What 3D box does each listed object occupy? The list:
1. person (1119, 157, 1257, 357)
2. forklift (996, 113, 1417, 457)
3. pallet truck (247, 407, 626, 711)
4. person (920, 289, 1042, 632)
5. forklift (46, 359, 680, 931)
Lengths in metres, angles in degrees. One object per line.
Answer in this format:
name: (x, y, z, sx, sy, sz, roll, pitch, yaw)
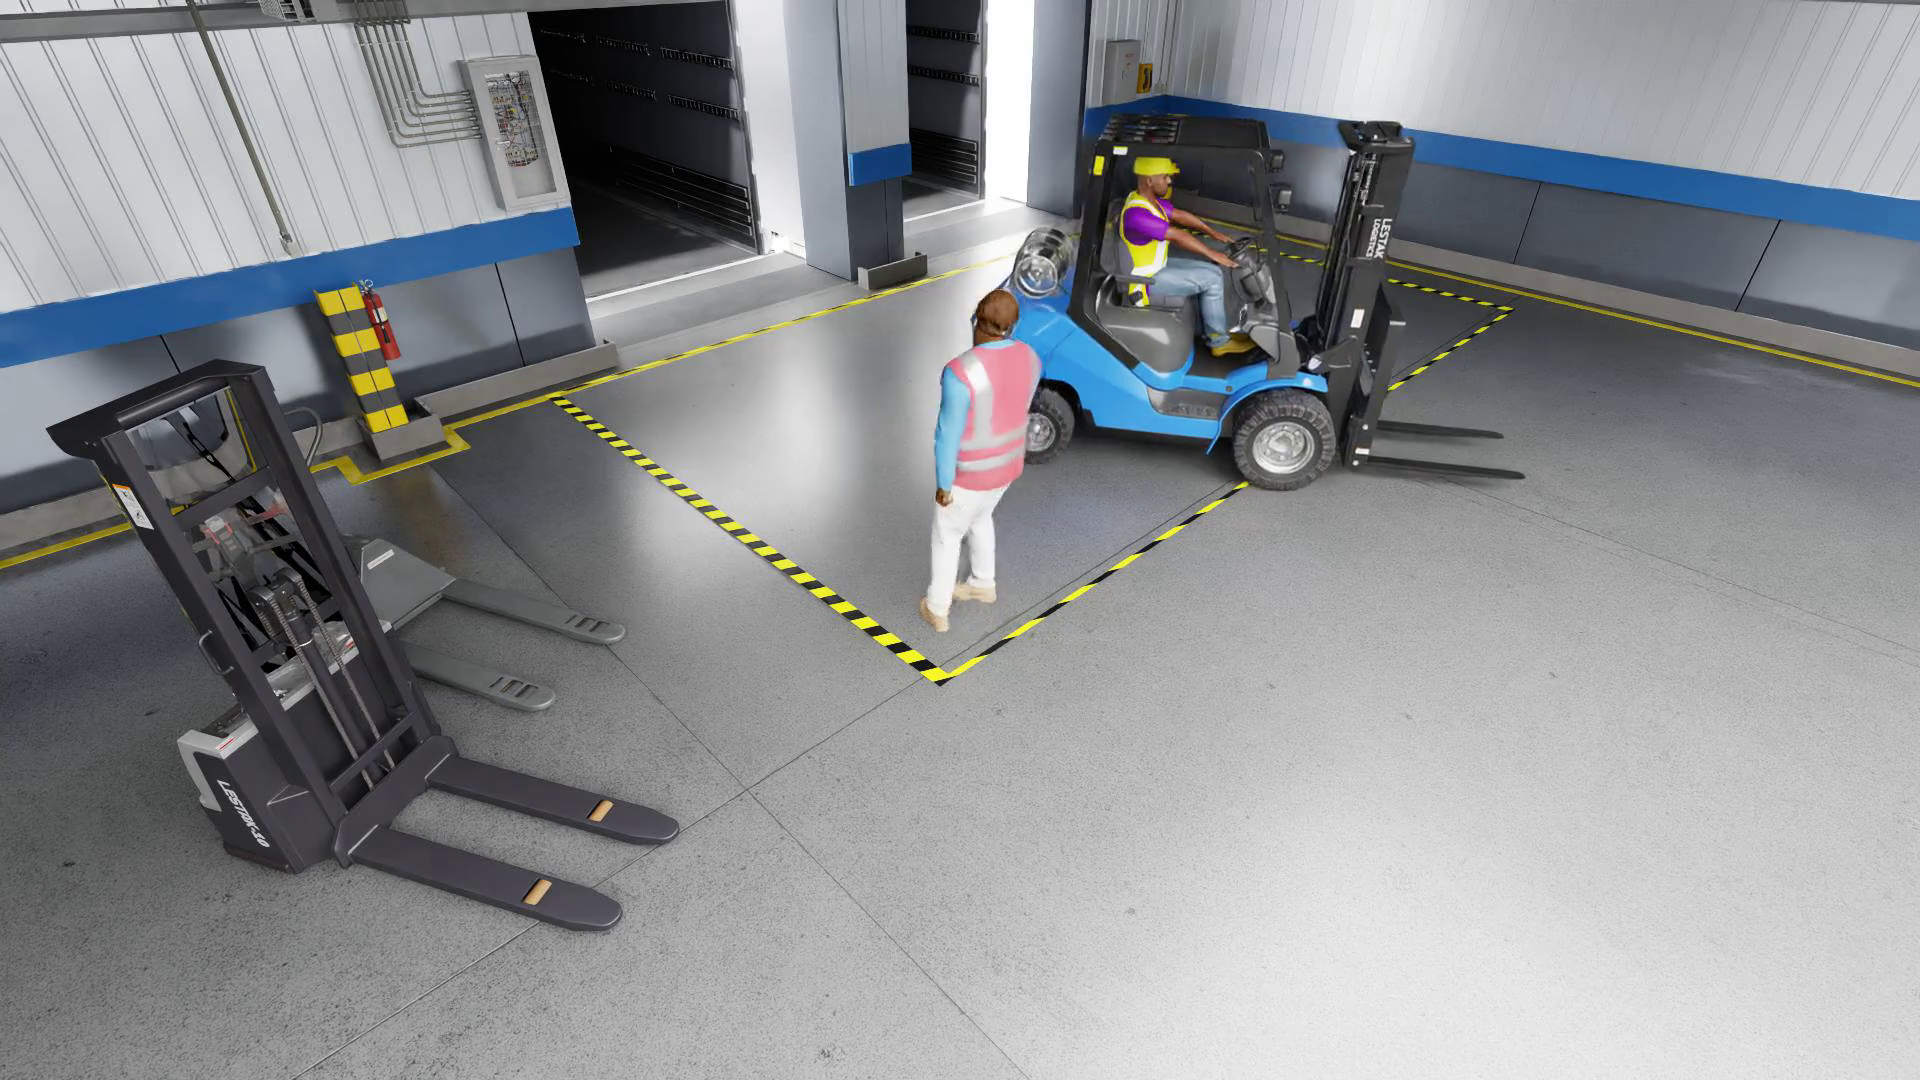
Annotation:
person: (1.554, -1.886, 6.098, 1.004, 1.294, 0.635, 8, 35, 11)
forklift: (1.498, -1.743, 6.221, 2.680, 2.036, 1.157, 8, 35, 11)
pallet truck: (-2.628, 0.038, 4.590, 1.601, 1.201, 0.680, 12, 36, 18)
person: (0.095, -0.372, 4.703, 0.441, 1.793, 0.696, 27, 43, 34)
forklift: (-2.135, 0.422, 3.354, 1.885, 1.965, 0.823, 10, 35, 14)
